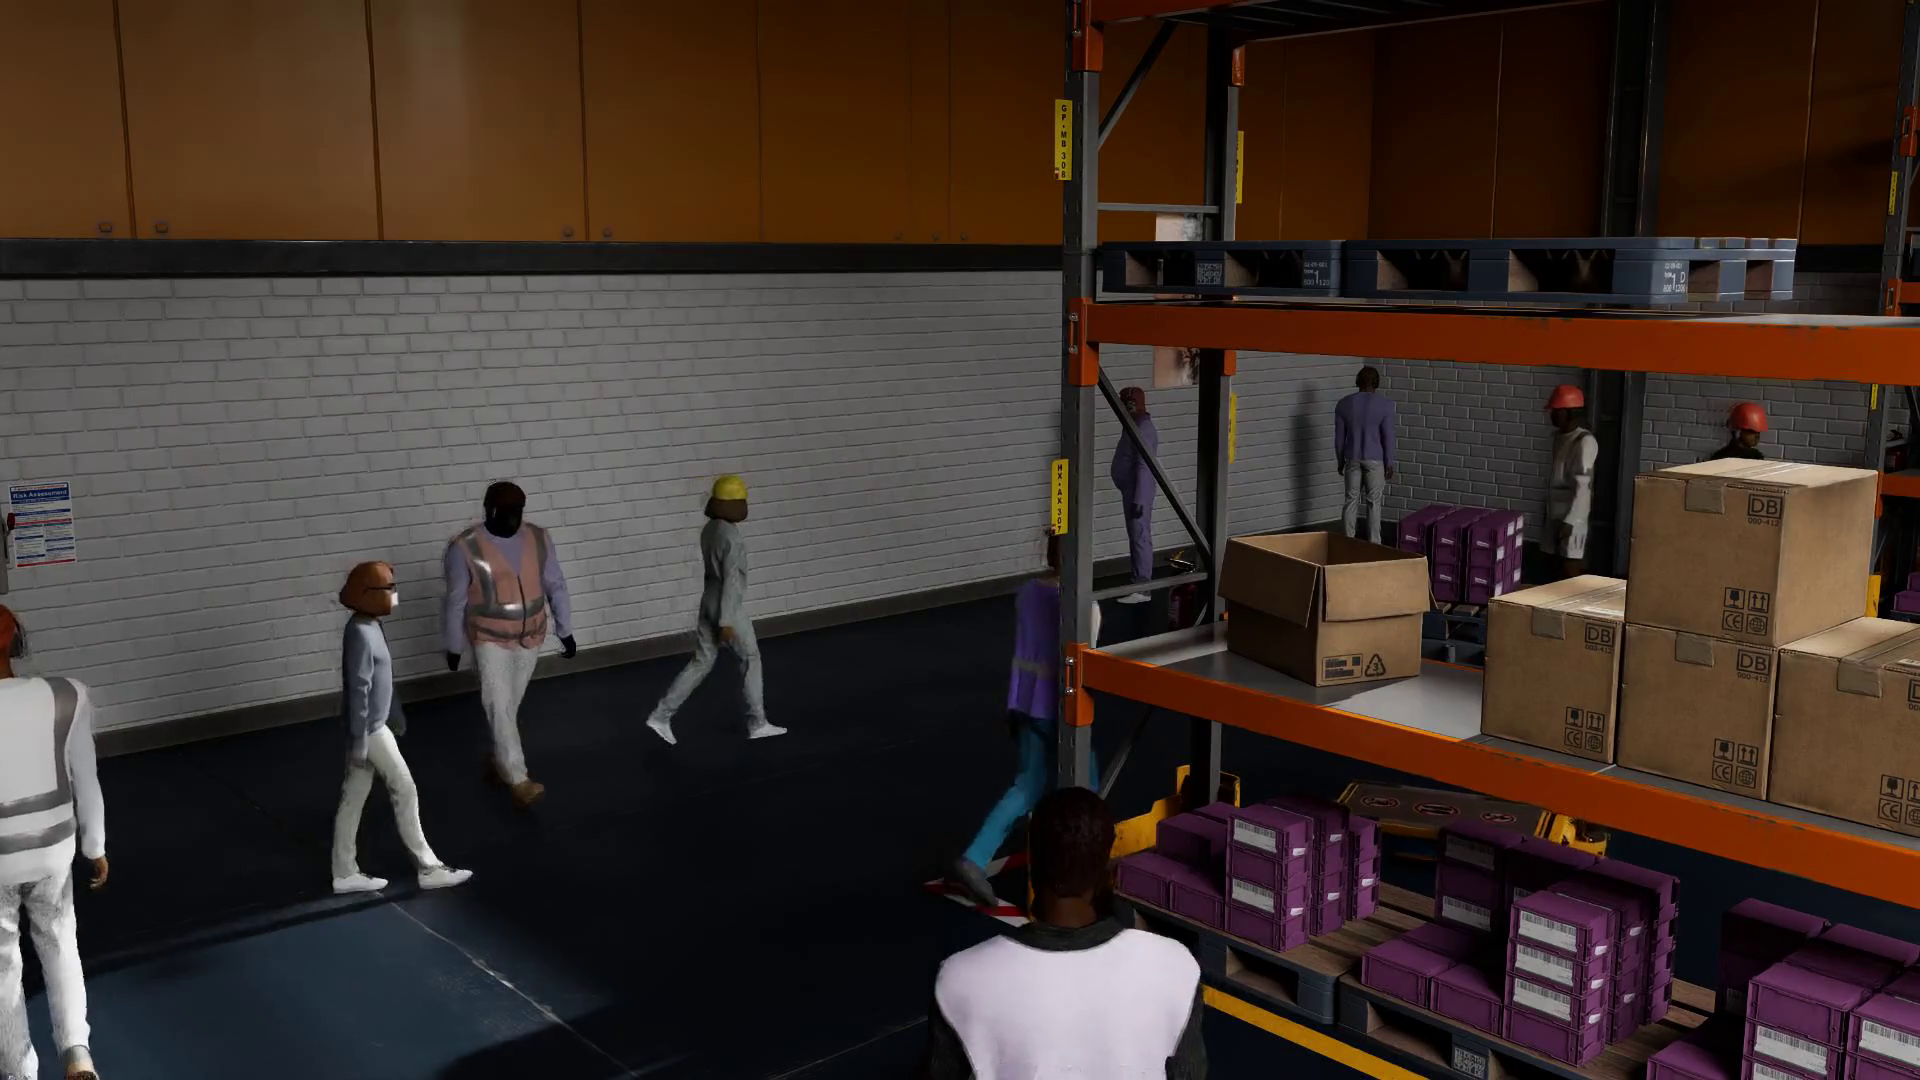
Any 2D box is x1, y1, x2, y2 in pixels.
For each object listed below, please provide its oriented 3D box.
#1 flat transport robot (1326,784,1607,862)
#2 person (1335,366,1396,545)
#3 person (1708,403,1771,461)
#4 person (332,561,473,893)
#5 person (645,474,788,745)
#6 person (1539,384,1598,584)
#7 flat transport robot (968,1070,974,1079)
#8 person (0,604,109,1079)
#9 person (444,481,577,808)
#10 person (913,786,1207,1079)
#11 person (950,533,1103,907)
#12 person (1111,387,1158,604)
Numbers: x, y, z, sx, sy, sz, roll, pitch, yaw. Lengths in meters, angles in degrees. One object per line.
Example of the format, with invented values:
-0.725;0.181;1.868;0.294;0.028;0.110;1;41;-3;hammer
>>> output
2.501;1.470;8.448;1.431;0.197;0.652;5;11;25;flat transport robot
4.089;-0.788;16.804;0.628;1.935;0.373;6;12;32;person
5.786;-0.033;12.306;0.633;1.964;0.668;-9;13;-43;person
-2.678;0.890;7.909;0.739;1.600;0.528;-3;10;-17;person
-1.538;0.438;10.315;0.857;1.707;0.493;-6;12;-33;person
4.762;-0.213;13.146;0.391;2.040;0.622;-2;10;-10;person
0.400;2.001;5.340;0.652;0.197;1.431;-3;10;-18;flat transport robot
-3.294;1.123;5.800;0.596;1.866;0.452;-9;14;-44;person
-2.496;0.564;9.309;0.634;1.782;0.951;-9;13;-44;person
0.196;1.474;3.719;0.733;1.872;0.842;-2;10;-10;person
0.359;0.825;7.781;0.857;1.807;0.571;-7;12;-37;person
1.521;-0.392;14.591;0.400;1.901;0.643;0;10;2;person
